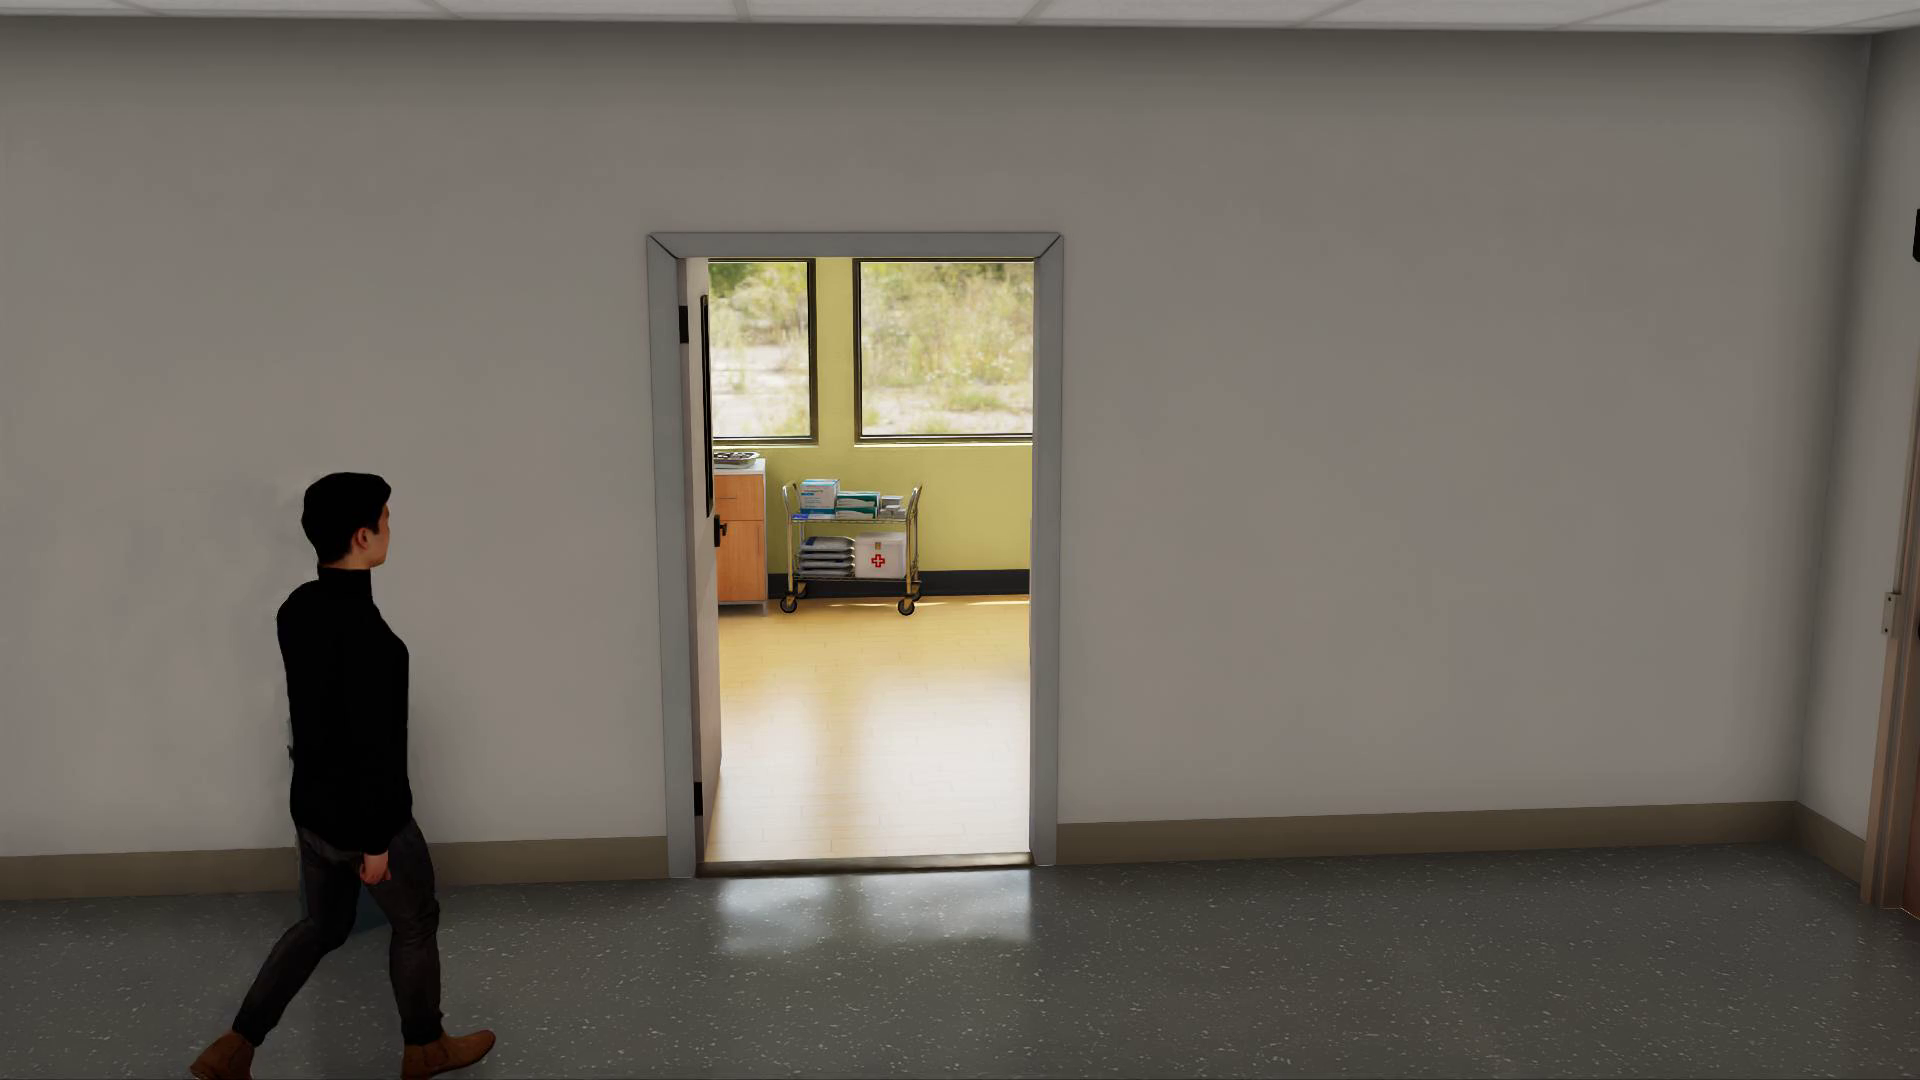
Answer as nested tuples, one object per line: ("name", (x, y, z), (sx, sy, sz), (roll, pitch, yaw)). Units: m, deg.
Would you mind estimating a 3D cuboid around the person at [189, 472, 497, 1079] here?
("person", (-1.642, 0.689, 4.307), (1.059, 1.701, 1.128), (9, 14, 40))
